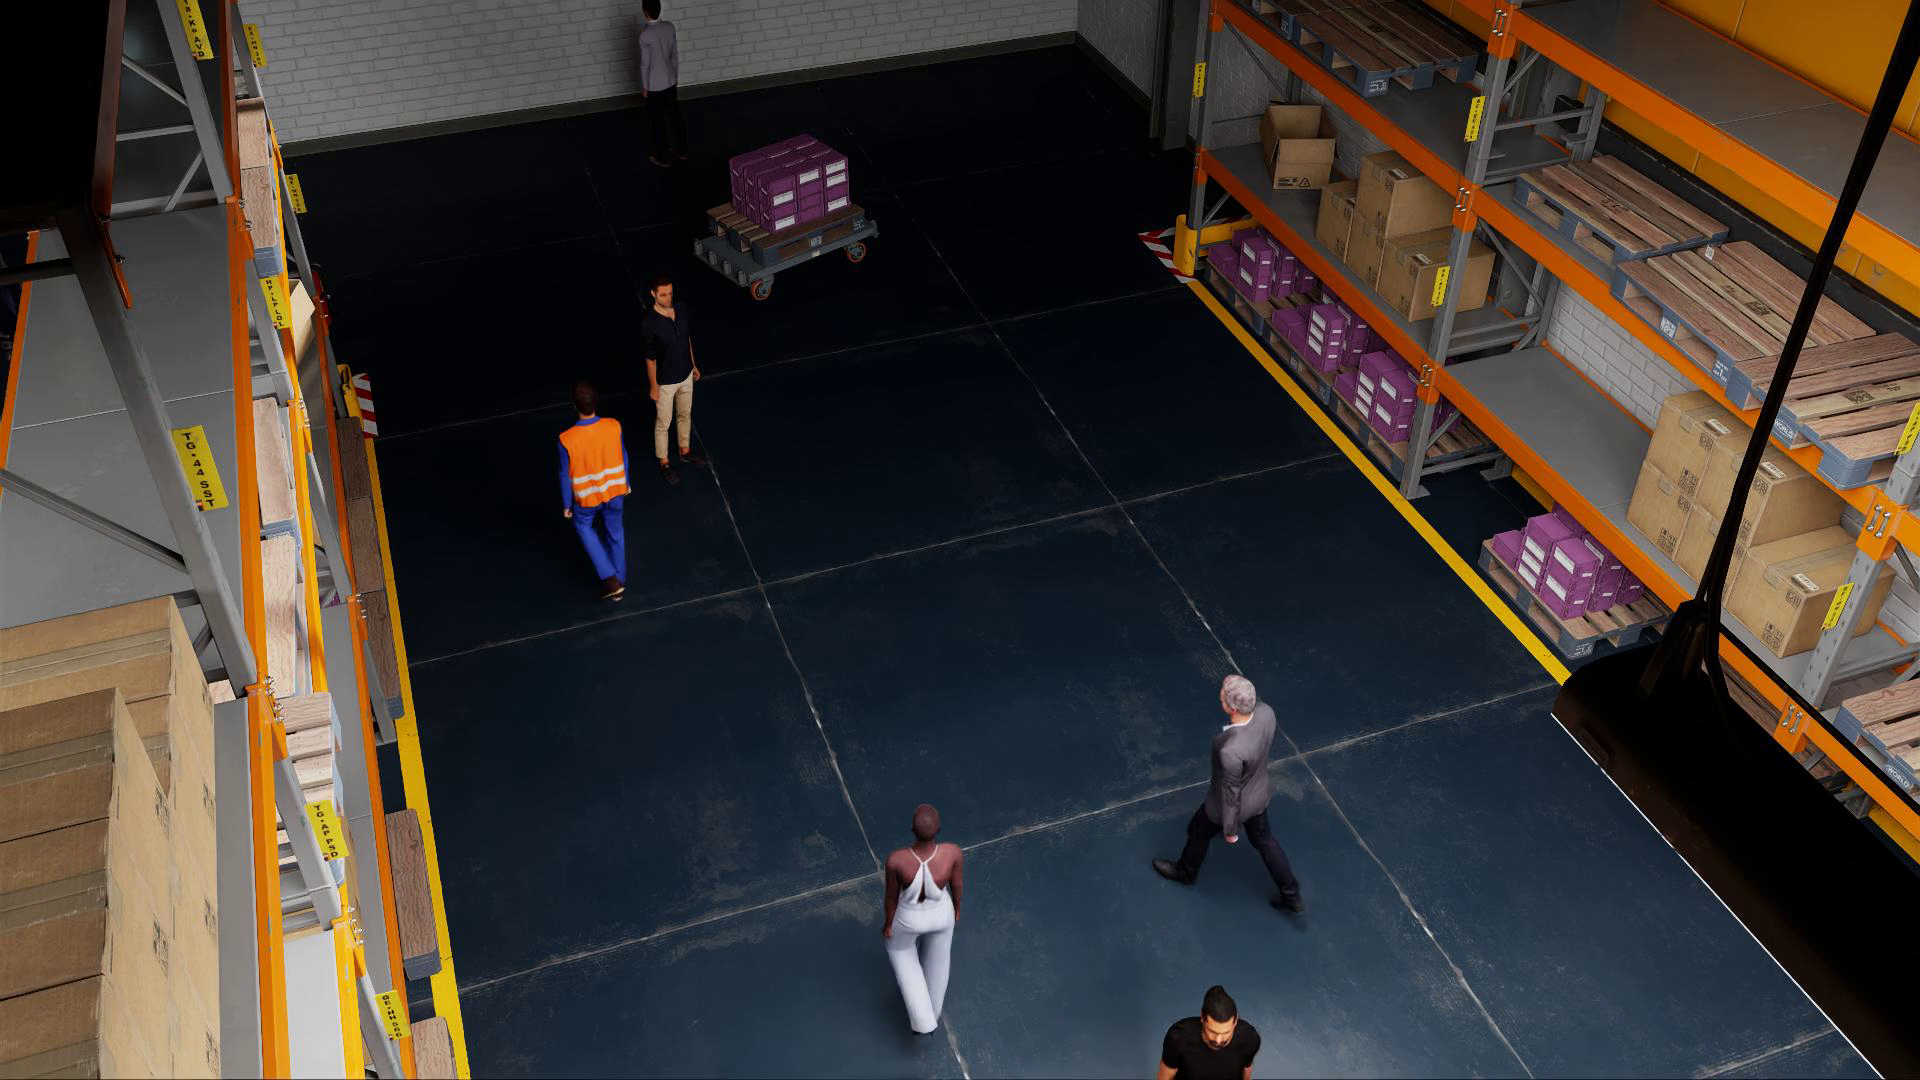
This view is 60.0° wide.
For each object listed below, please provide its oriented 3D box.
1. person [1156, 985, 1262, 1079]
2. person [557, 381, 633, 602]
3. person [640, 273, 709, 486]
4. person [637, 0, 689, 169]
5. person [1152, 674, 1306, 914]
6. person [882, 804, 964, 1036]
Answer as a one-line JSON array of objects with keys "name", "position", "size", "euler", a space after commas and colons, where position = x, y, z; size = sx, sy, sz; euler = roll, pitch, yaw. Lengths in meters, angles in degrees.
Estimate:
[{"name": "person", "position": [1.207, 2.736, 8.347], "size": [0.888, 1.731, 1.154], "euler": [1, 39, 1]}, {"name": "person", "position": [-2.589, -0.279, 12.024], "size": [0.776, 1.854, 0.818], "euler": [-20, 43, -24]}, {"name": "person", "position": [-2.316, -1.326, 13.335], "size": [0.718, 1.854, 0.726], "euler": [27, 46, 30]}, {"name": "person", "position": [-3.211, -4.922, 17.843], "size": [0.772, 1.848, 0.756], "euler": [25, 45, 28]}, {"name": "person", "position": [1.704, 1.545, 9.788], "size": [1.358, 1.795, 1.198], "euler": [25, 45, 28]}, {"name": "person", "position": [-0.182, 2.145, 9.053], "size": [0.651, 1.775, 0.757], "euler": [-8, 39, -10]}]
